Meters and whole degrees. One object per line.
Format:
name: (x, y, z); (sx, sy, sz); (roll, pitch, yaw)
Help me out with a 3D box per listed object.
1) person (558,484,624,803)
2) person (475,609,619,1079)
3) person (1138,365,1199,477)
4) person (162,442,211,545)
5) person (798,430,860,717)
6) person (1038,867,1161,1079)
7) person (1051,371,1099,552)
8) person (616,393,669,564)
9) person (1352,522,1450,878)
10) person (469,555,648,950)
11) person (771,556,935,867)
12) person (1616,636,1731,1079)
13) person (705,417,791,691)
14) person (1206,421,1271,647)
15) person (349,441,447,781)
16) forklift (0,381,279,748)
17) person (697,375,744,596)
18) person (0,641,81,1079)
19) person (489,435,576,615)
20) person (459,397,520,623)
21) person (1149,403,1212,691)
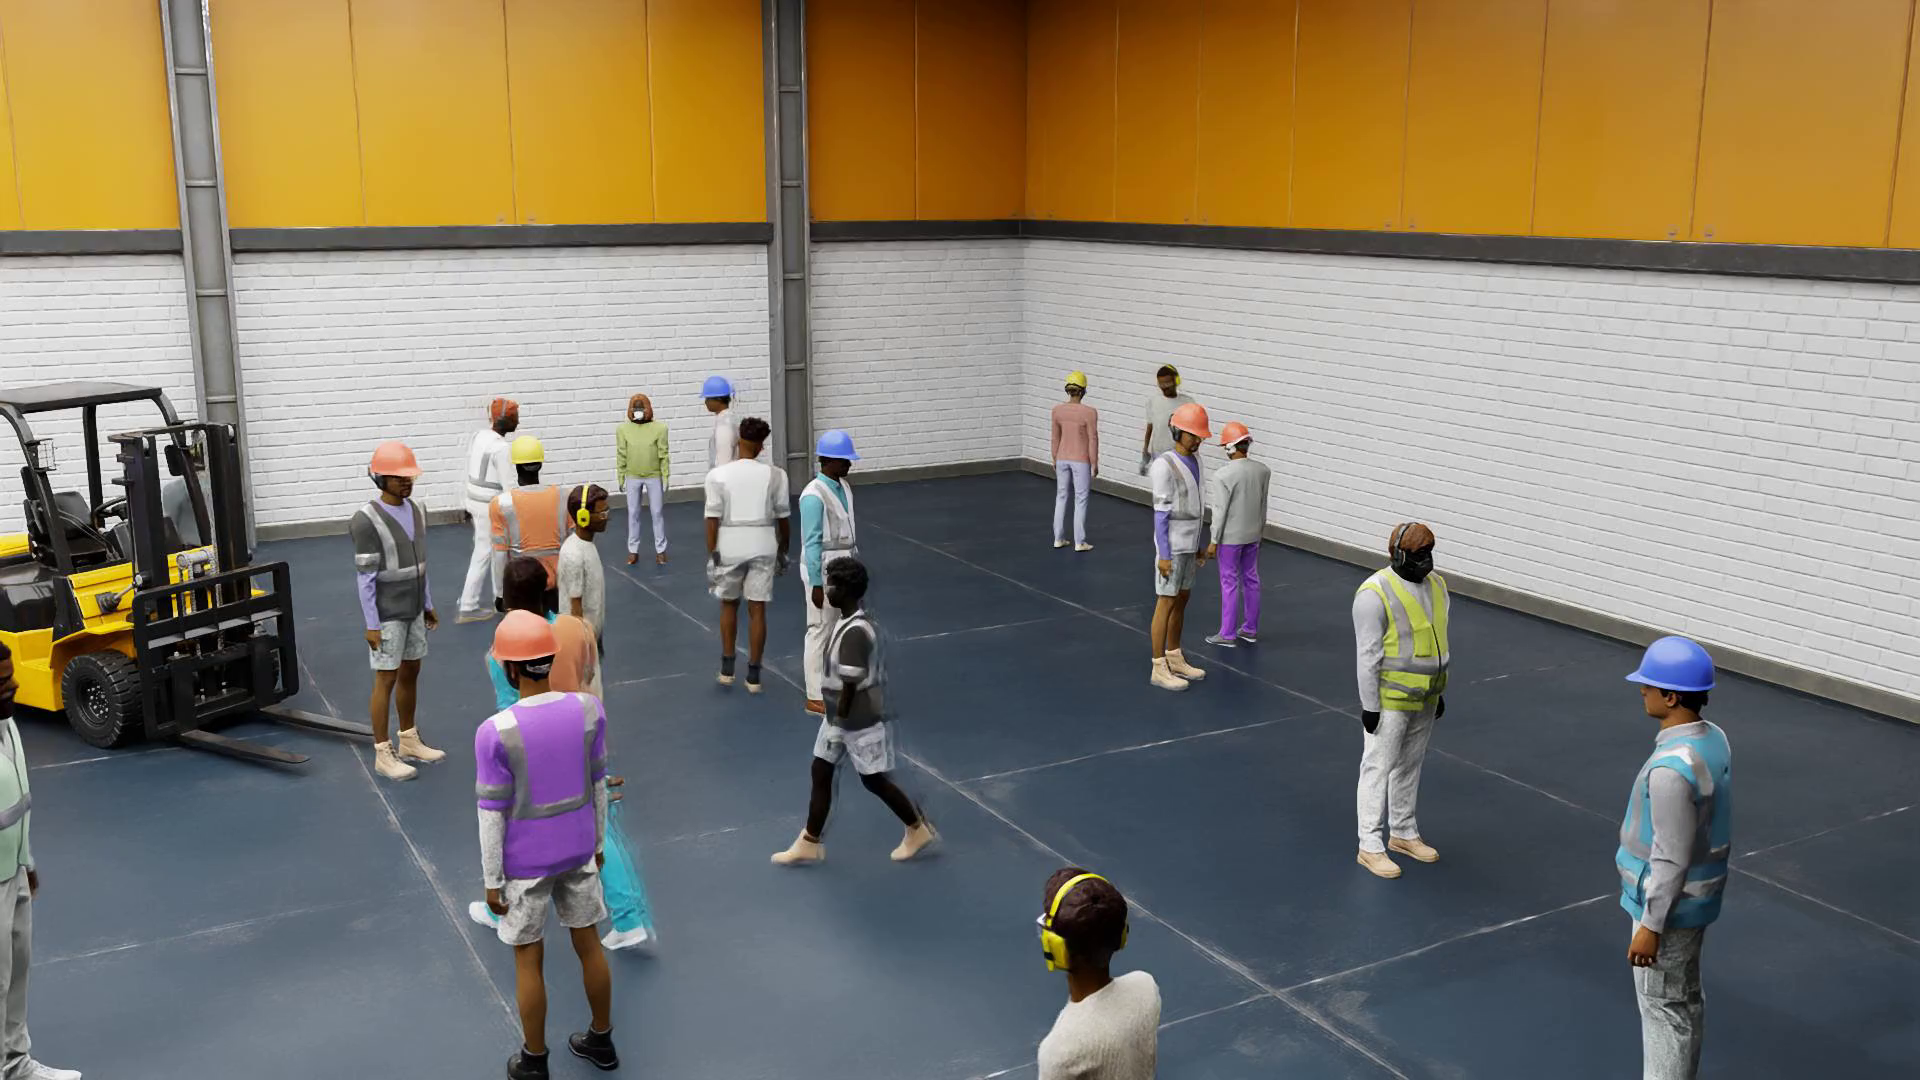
person: (-2.143, 0.596, 9.599); (0.343, 1.862, 0.523); (-1, 12, -7)
person: (-1.640, 1.217, 6.534); (0.550, 1.929, 0.386); (-10, 16, -39)
person: (2.047, -0.794, 16.217); (0.626, 1.815, 0.864); (1, 12, 5)
person: (-5.604, 0.087, 12.233); (0.455, 1.752, 0.525); (5, 13, 24)
person: (-0.861, 0.222, 11.164); (0.417, 1.940, 0.607); (4, 13, 19)
person: (0.325, 1.733, 4.255); (0.325, 1.865, 0.516); (8, 14, 33)
person: (1.125, -0.769, 16.244); (0.523, 1.761, 0.348); (9, 15, 36)
person: (-2.976, -0.573, 15.633); (0.495, 1.624, 0.281); (0, 12, -1)
person: (2.303, 0.812, 8.628); (0.626, 1.844, 0.429); (-9, 15, -37)
person: (-1.899, 0.994, 7.719); (1.037, 1.876, 0.585); (8, 15, 34)
person: (-0.544, 0.901, 8.650); (0.848, 1.653, 0.532); (-4, 13, -16)
person: (2.577, 1.302, 6.076); (0.405, 1.946, 0.609); (8, 15, 34)
person: (-1.488, 0.097, 11.774); (0.618, 1.922, 0.576); (-2, 12, -11)
person: (2.130, -0.048, 12.876); (0.567, 1.746, 0.341); (-8, 15, -34)
person: (-3.358, 0.412, 10.023); (0.396, 2.042, 0.610); (4, 13, 19)
forklift: (-5.853, 0.085, 11.199); (2.313, 2.155, 1.214); (7, 14, 28)
person: (-1.997, -0.465, 14.399); (0.512, 1.925, 0.648); (-1, 12, -5)
person: (-3.659, 1.284, 6.258); (0.390, 1.911, 0.589); (-3, 12, -12)
person: (-2.799, 0.266, 10.977); (0.585, 1.930, 0.361); (-7, 14, -31)
person: (-3.781, -0.248, 13.575); (0.742, 1.841, 0.611); (-7, 14, -31)
person: (1.582, 0.039, 11.798); (0.392, 2.033, 0.605); (8, 14, 32)
